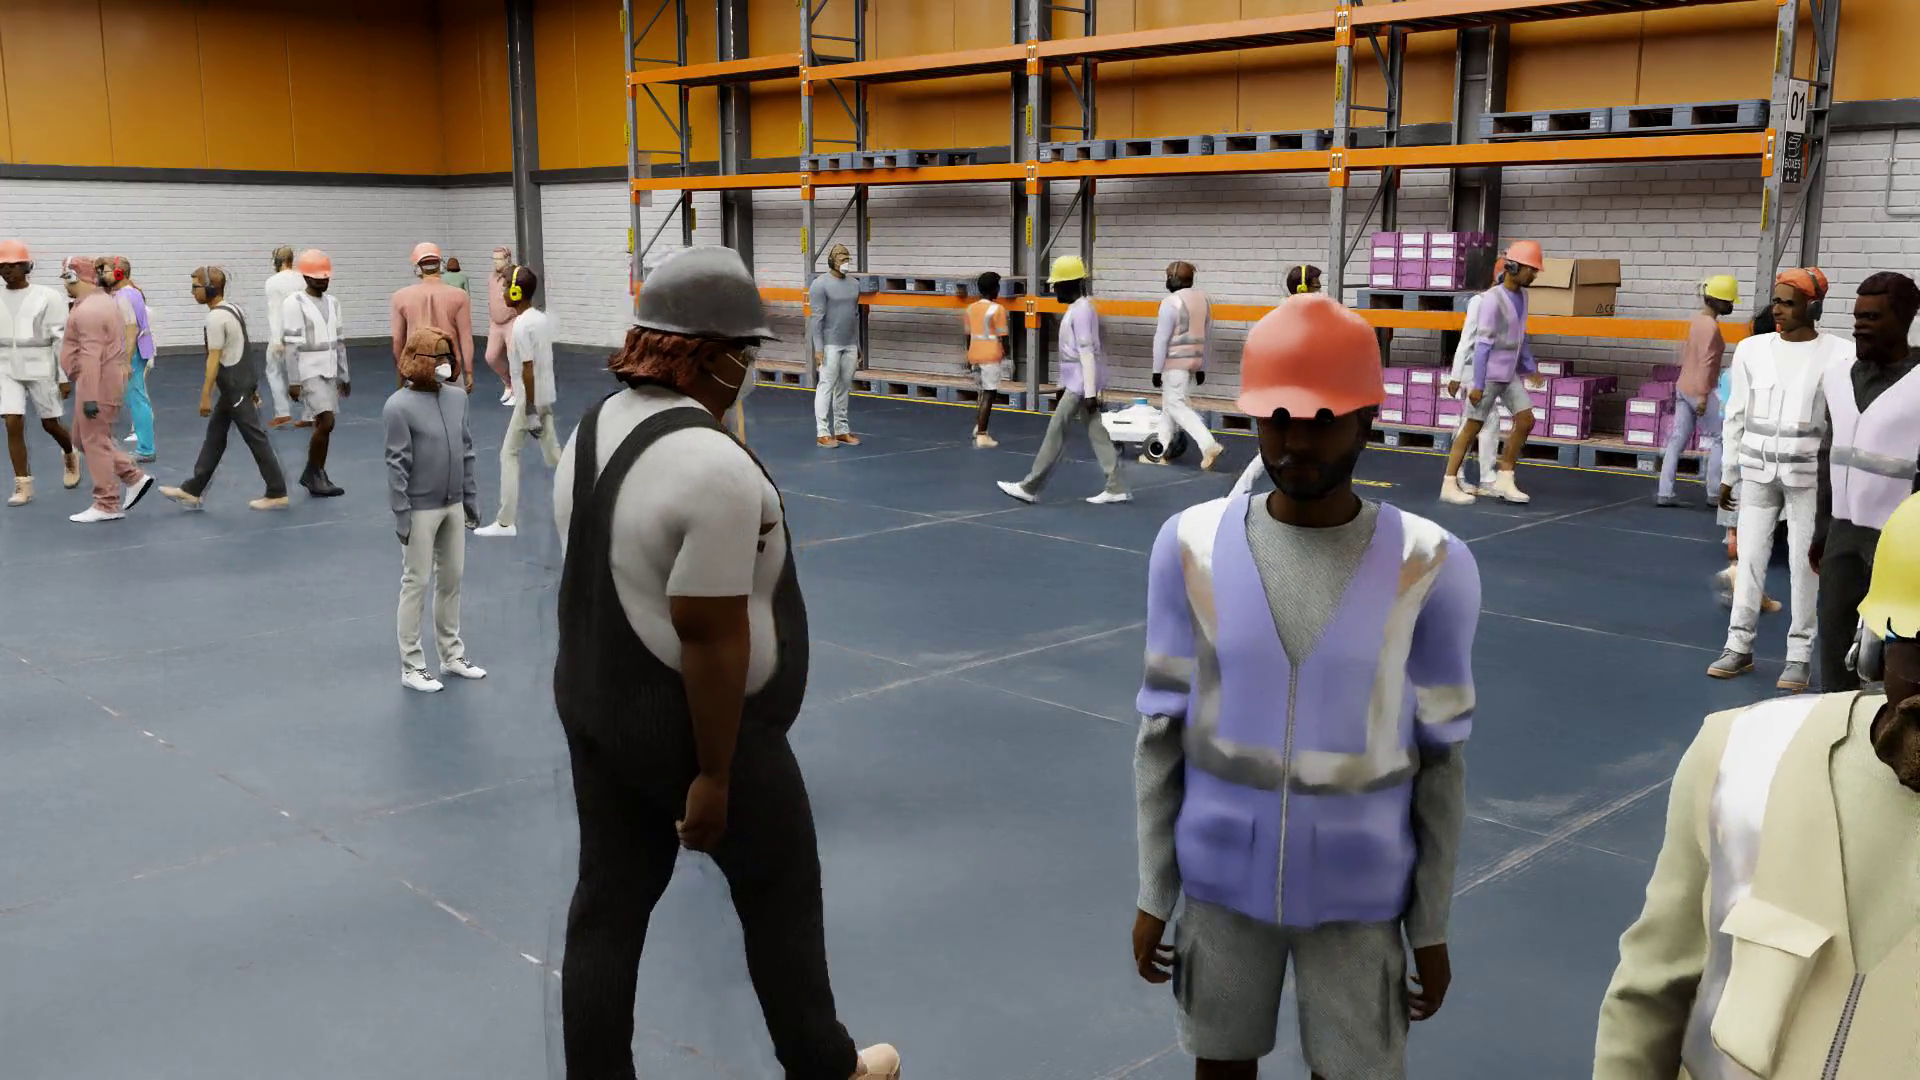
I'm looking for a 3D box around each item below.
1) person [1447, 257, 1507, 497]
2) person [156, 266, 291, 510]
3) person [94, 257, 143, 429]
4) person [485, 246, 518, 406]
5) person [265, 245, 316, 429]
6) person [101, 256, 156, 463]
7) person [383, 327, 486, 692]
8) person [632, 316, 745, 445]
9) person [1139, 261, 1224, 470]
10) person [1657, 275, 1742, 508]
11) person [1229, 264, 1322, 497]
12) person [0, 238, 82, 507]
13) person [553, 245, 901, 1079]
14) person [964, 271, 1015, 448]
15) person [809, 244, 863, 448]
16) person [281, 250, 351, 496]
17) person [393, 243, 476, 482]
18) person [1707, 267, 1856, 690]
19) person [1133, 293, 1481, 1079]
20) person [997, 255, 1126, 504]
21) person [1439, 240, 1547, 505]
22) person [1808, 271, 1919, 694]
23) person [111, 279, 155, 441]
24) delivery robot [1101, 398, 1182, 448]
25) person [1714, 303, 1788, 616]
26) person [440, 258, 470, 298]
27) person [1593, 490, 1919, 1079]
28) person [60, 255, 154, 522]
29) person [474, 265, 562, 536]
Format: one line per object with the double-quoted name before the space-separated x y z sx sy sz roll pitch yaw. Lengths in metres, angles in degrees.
"person" 4.136 -1.255 12.911 0.783 1.846 0.657 9 14 41
"person" -5.420 -1.083 12.112 0.977 1.791 0.515 -3 11 -15
"person" -8.920 -2.089 17.596 0.650 1.811 0.926 -2 11 -9
"person" -5.398 -2.534 19.787 0.643 1.893 0.419 6 12 29
"person" -7.016 -2.105 17.382 0.658 1.917 0.641 5 12 27
"person" -7.382 -1.605 14.838 0.373 1.840 0.570 -4 11 -21
"person" -2.355 -0.139 7.439 0.282 1.624 0.494 5 11 24
"person" -0.922 0.024 5.752 0.431 1.920 0.547 -2 11 -10
"person" 1.942 -1.511 14.422 0.892 1.811 0.635 9 14 40
"person" 5.521 -1.068 12.205 0.709 1.724 0.545 2 11 9
"person" 2.310 -1.009 11.645 0.937 1.832 0.514 0 10 -1
"person" -7.119 -1.302 12.757 0.619 2.014 0.933 -1 10 -8
"person" -0.522 0.341 3.687 0.894 2.000 0.690 -10 14 -42
"person" 0.280 -1.715 15.890 0.452 1.683 0.543 -7 12 -33
"person" -1.174 -1.856 15.942 0.355 1.938 0.634 8 13 39
"person" -4.930 -1.273 12.845 0.436 1.906 0.565 3 11 18
"person" -4.142 -1.352 13.140 0.616 1.953 0.721 -2 11 -12
"person" 3.701 -0.272 7.454 0.346 1.882 0.578 -10 15 -44
"person" 0.551 0.563 2.764 0.547 1.938 0.363 3 11 18
"person" 0.792 -1.176 12.426 1.015 1.859 0.628 1 10 3
"person" 4.035 -1.233 12.442 0.628 1.976 0.787 -10 14 -44
"person" 3.487 -0.041 6.171 0.685 1.900 0.602 -3 11 -16
"person" -8.211 -1.801 16.528 0.500 1.618 0.534 1 10 7
"delivery robot" 1.636 -1.041 15.021 0.707 0.478 0.477 5 12 25
"person" 4.156 -0.400 8.698 0.572 1.674 0.543 -6 12 -28
"person" -8.833 -4.119 29.115 0.506 1.632 0.265 -5 12 -25
"person" 1.049 0.793 1.930 0.897 1.793 0.594 -9 14 -41
"person" -6.133 -1.068 11.802 0.477 1.879 0.685 -3 11 -17
"person" -2.798 -0.914 11.113 0.926 1.838 0.535 1 10 8
